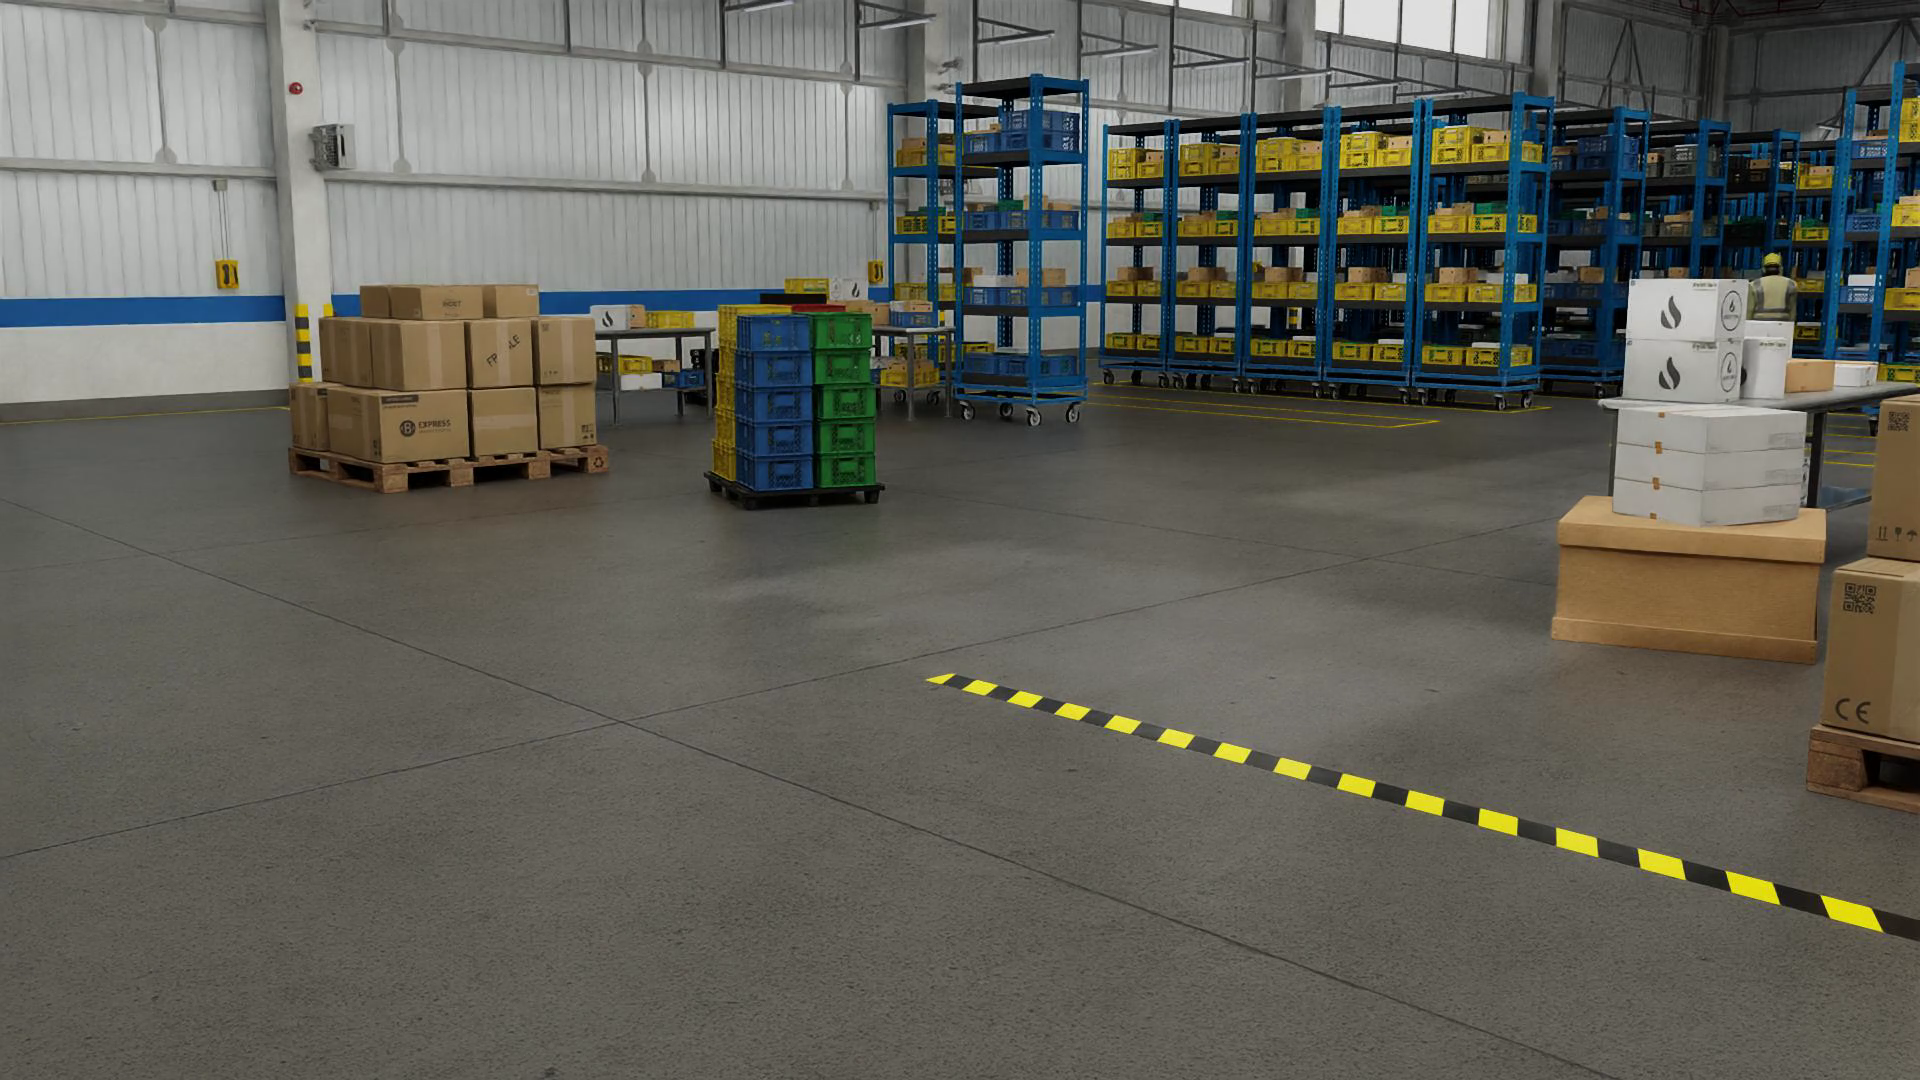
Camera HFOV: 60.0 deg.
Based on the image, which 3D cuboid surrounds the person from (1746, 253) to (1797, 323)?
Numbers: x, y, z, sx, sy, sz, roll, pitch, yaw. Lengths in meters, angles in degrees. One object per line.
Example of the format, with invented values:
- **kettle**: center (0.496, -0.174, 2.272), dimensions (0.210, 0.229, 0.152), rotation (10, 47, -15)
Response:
- **person**: center (9.924, -2.598, 20.413), dimensions (0.586, 1.822, 0.404), rotation (2, 10, 10)
